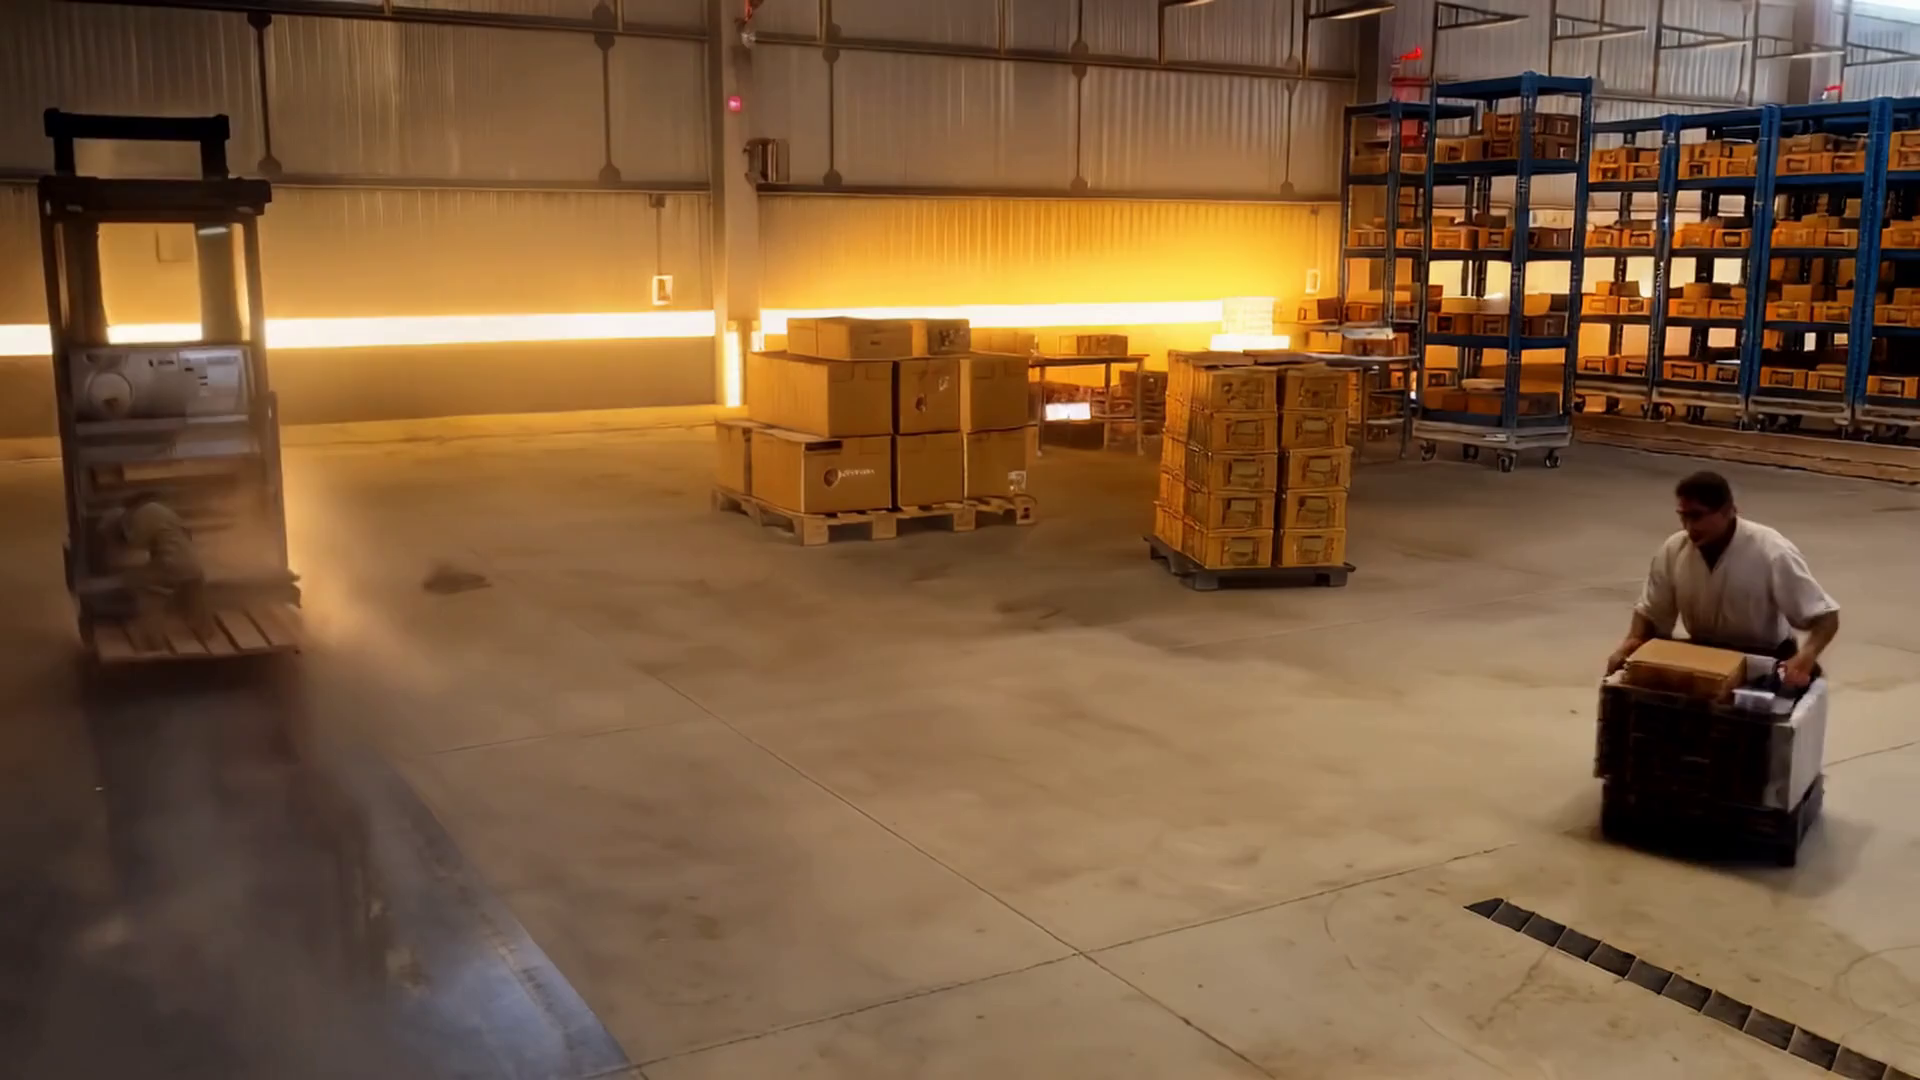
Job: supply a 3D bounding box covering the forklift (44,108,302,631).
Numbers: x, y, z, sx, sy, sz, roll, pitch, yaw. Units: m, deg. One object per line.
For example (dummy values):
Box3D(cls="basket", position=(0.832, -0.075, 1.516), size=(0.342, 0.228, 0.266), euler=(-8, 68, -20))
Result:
Box3D(cls="forklift", position=(-4.667, -1.058, 9.666), size=(1.129, 2.768, 1.873), euler=(-6, 12, -30))
